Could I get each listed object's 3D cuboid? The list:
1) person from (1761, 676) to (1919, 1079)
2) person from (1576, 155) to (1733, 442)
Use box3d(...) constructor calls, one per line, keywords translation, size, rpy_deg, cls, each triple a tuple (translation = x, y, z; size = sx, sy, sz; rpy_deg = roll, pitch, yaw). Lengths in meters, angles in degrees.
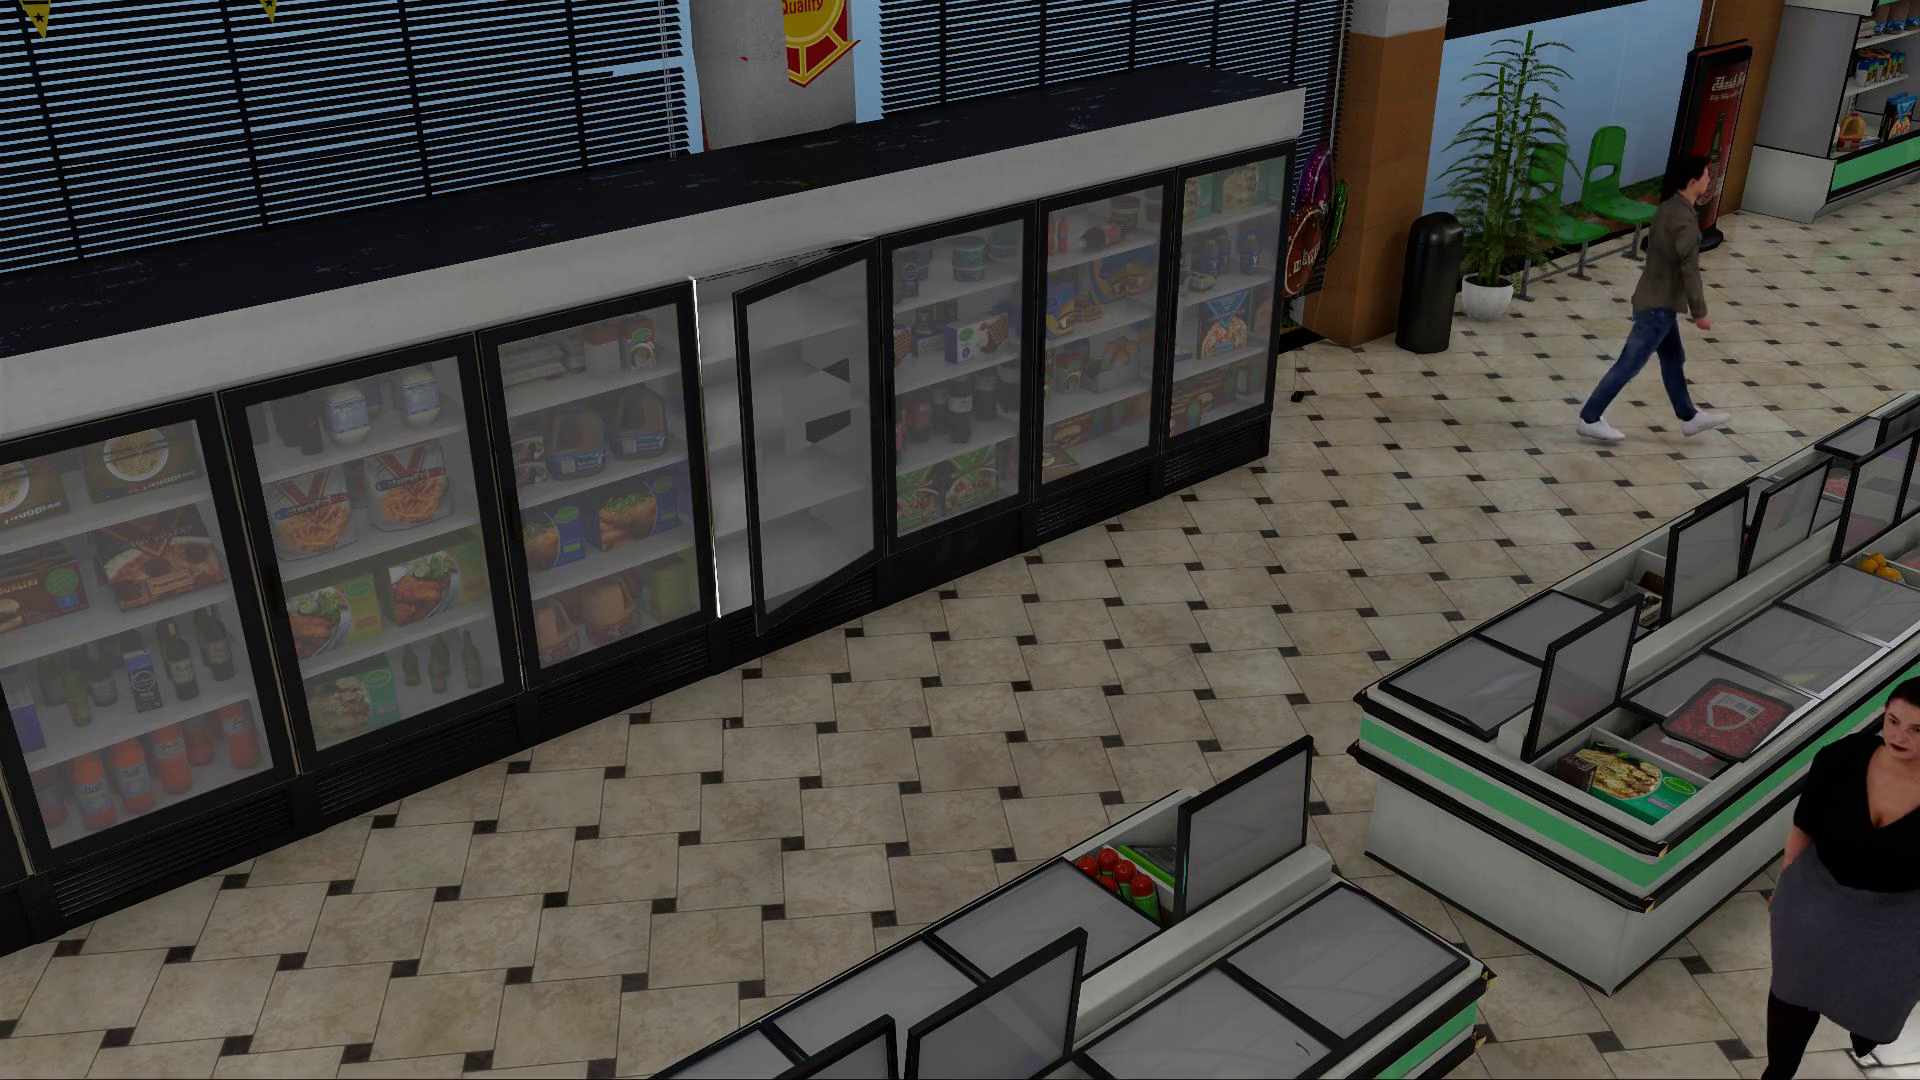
box3d(translation=(2.863, 1.157, 5.258), size=(0.878, 1.743, 0.681), rpy_deg=(-23, 35, -38), cls="person")
box3d(translation=(4.222, -1.433, 10.286), size=(1.182, 1.816, 1.213), rpy_deg=(7, 28, 13), cls="person")
